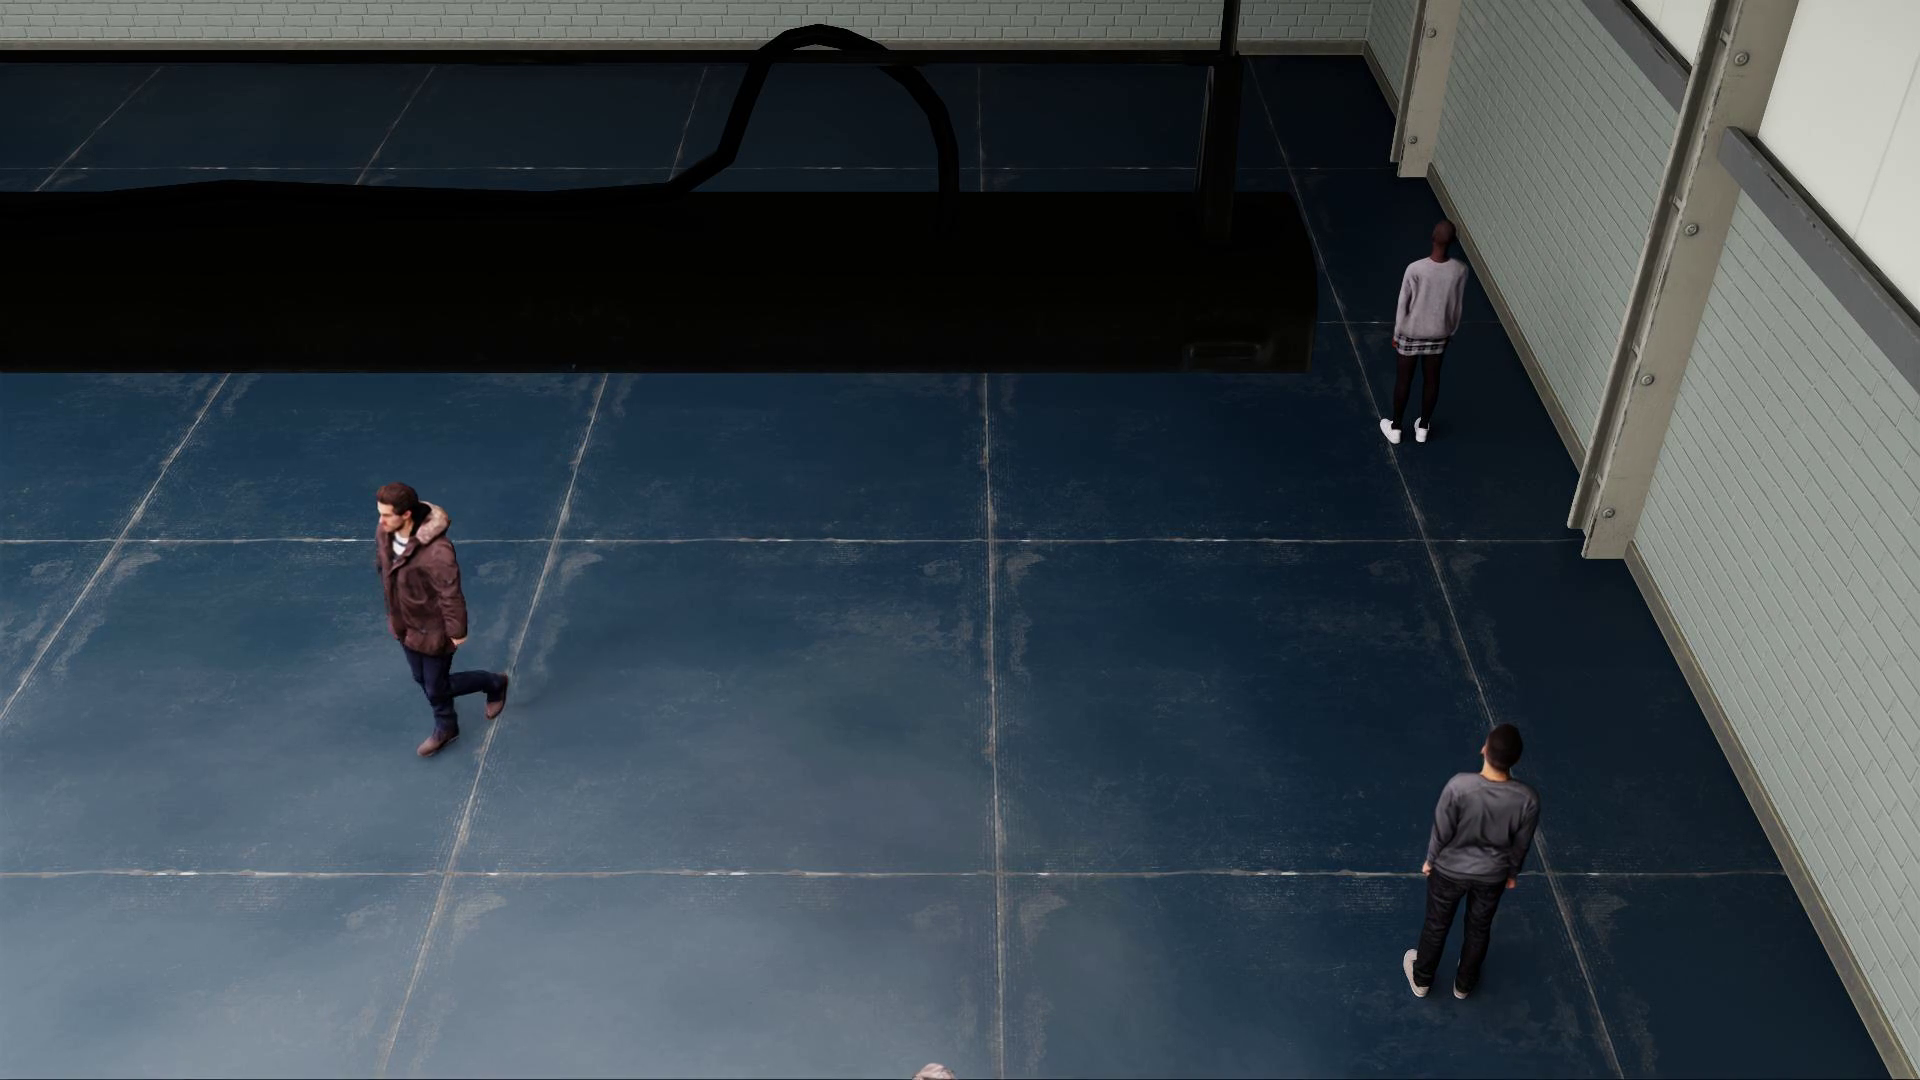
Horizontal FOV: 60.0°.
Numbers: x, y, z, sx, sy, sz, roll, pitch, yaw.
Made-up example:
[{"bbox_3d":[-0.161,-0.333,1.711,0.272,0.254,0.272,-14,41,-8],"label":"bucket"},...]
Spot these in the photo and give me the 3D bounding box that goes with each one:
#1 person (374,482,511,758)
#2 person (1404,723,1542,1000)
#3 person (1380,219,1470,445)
[{"bbox_3d":[-2.951,0.413,9.388,0.995,1.833,1.061,26,44,30],"label":"person"},{"bbox_3d":[2.443,1.555,7.945,0.651,1.761,0.581,5,38,7],"label":"person"},{"bbox_3d":[3.339,-1.488,11.938,0.613,1.772,0.524,-1,37,-1],"label":"person"}]
